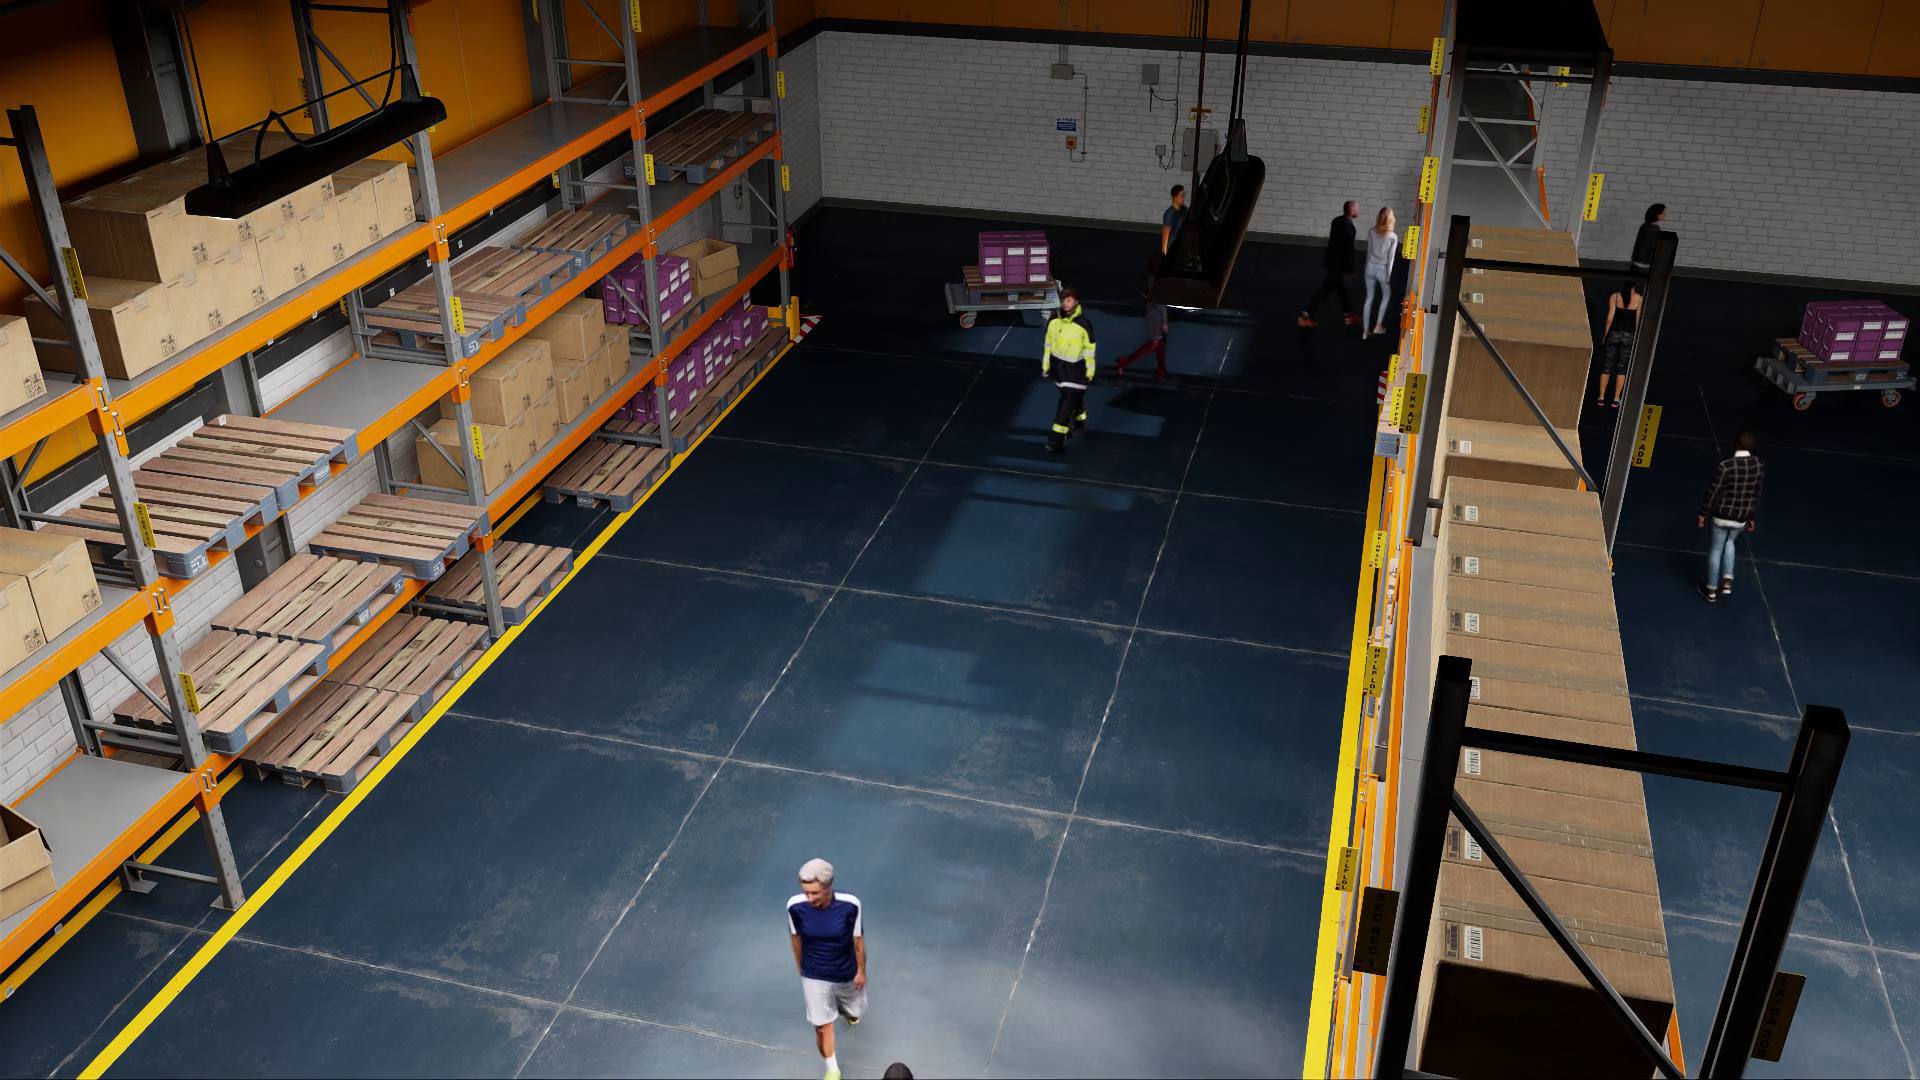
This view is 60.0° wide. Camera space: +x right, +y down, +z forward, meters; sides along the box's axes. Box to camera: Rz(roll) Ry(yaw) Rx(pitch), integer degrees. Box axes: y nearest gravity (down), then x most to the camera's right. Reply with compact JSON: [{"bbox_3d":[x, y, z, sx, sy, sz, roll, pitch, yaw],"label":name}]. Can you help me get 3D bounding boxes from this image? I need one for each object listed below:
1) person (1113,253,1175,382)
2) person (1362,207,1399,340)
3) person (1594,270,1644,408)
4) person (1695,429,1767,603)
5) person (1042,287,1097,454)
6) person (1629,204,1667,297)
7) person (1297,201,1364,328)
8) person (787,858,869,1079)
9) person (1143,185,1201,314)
[{"bbox_3d":[2.381,-2.742,20.830,0.875,1.690,1.048,-3,29,-5],"label":"person"},{"bbox_3d":[5.529,-3.530,22.189,0.721,1.773,0.770,20,35,33],"label":"person"},{"bbox_3d":[8.044,-2.458,20.269,0.595,1.729,0.565,11,30,19],"label":"person"},{"bbox_3d":[7.453,-0.188,16.021,0.792,1.812,0.804,-1,29,-2],"label":"person"},{"bbox_3d":[1.320,-1.998,19.216,1.112,1.931,1.357,21,35,34],"label":"person"},{"bbox_3d":[9.178,-3.675,22.482,0.880,1.748,0.861,-6,29,-10],"label":"person"},{"bbox_3d":[5.005,-3.691,22.488,1.013,1.770,1.245,-2,29,-3],"label":"person"},{"bbox_3d":[-0.825,2.717,10.703,0.829,1.804,1.090,-1,29,-1],"label":"person"},{"bbox_3d":[2.909,-4.078,23.197,0.950,1.769,1.179,18,33,29],"label":"person"}]
